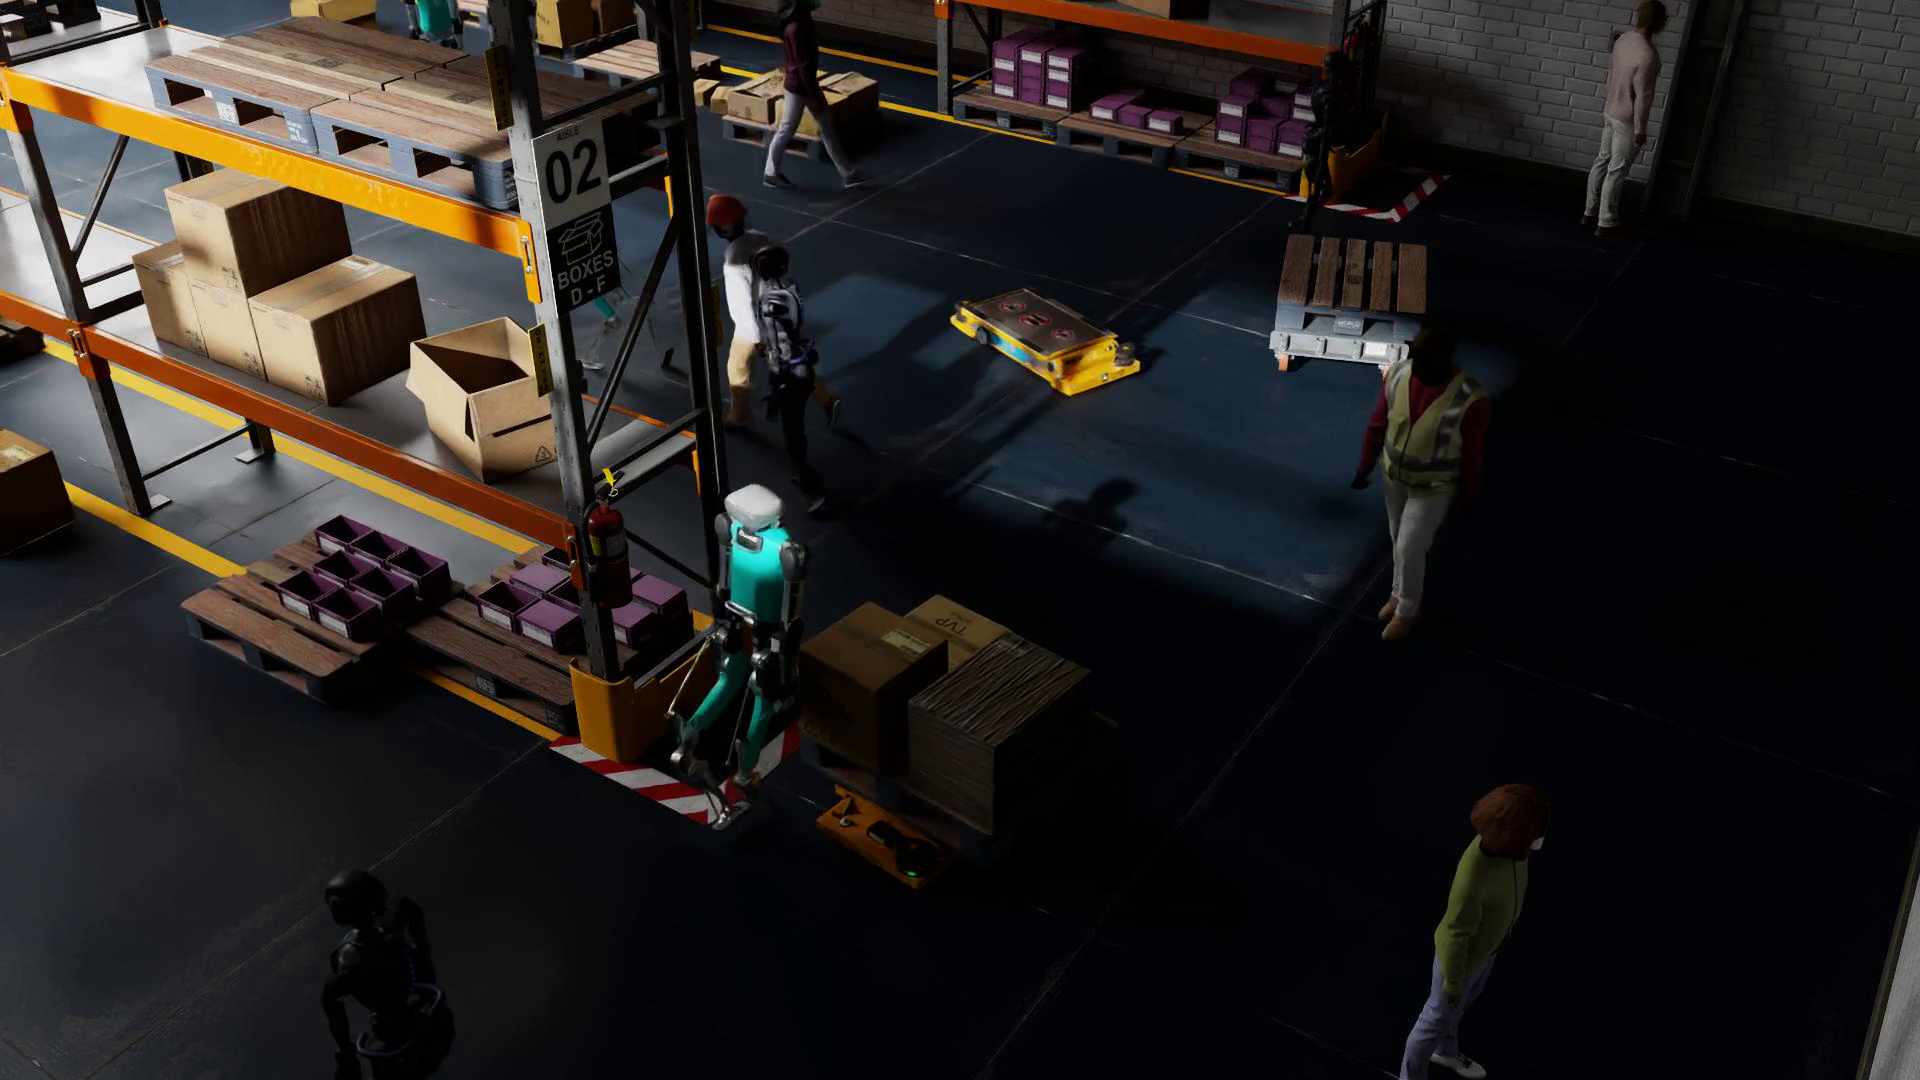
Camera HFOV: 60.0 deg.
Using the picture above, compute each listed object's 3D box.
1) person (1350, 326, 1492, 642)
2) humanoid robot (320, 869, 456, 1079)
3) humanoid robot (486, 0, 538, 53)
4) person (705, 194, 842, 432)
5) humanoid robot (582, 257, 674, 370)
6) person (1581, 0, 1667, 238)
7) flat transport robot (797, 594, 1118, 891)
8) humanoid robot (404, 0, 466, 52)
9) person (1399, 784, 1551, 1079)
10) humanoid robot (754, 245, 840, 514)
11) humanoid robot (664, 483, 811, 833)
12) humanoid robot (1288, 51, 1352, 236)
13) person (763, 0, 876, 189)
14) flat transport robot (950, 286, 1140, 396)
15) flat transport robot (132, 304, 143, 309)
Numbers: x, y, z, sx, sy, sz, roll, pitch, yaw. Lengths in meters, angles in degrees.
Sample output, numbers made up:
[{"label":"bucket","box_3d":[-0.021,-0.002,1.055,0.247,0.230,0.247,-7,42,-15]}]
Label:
[{"label":"person","box_3d":[2.404,-0.297,8.902,0.603,1.823,0.657,-24,40,-32]},{"label":"humanoid robot","box_3d":[-1.915,1.804,5.859,0.741,1.647,0.589,9,34,13]},{"label":"humanoid robot","box_3d":[-4.417,-4.849,16.084,0.766,1.871,0.555,27,41,35]},{"label":"person","box_3d":[-1.241,-1.431,10.764,0.840,1.699,0.579,9,34,13]},{"label":"humanoid robot","box_3d":[-2.408,-1.948,11.561,0.898,1.812,0.560,6,34,9]},{"label":"person","box_3d":[5.478,-3.456,13.655,0.373,1.940,0.629,-3,33,-4]},{"label":"flat transport robot","box_3d":[0.024,1.127,8.141,0.659,0.231,1.431,25,40,33]},{"label":"humanoid robot","box_3d":[-4.925,-4.503,15.461,0.678,1.819,0.538,28,42,36]},{"label":"person","box_3d":[1.939,1.541,6.262,0.284,1.626,0.495,24,40,32]},{"label":"humanoid robot","box_3d":[-0.979,-0.997,10.116,0.487,1.637,0.608,5,33,8]},{"label":"humanoid robot","box_3d":[-1.061,0.677,7.540,0.532,1.826,0.793,25,41,33]},{"label":"humanoid robot","box_3d":[2.891,-3.134,13.402,0.352,1.639,0.613,5,33,8]},{"label":"person","box_3d":[-1.308,-3.947,14.453,1.031,1.889,0.505,8,34,12]},{"label":"flat transport robot","box_3d":[0.606,-1.480,12.148,0.659,0.231,1.431,-21,39,-29]},{"label":"flat transport robot","box_3d":[-6.849,-2.103,13.105,1.431,0.231,0.659,22,39,30]}]
